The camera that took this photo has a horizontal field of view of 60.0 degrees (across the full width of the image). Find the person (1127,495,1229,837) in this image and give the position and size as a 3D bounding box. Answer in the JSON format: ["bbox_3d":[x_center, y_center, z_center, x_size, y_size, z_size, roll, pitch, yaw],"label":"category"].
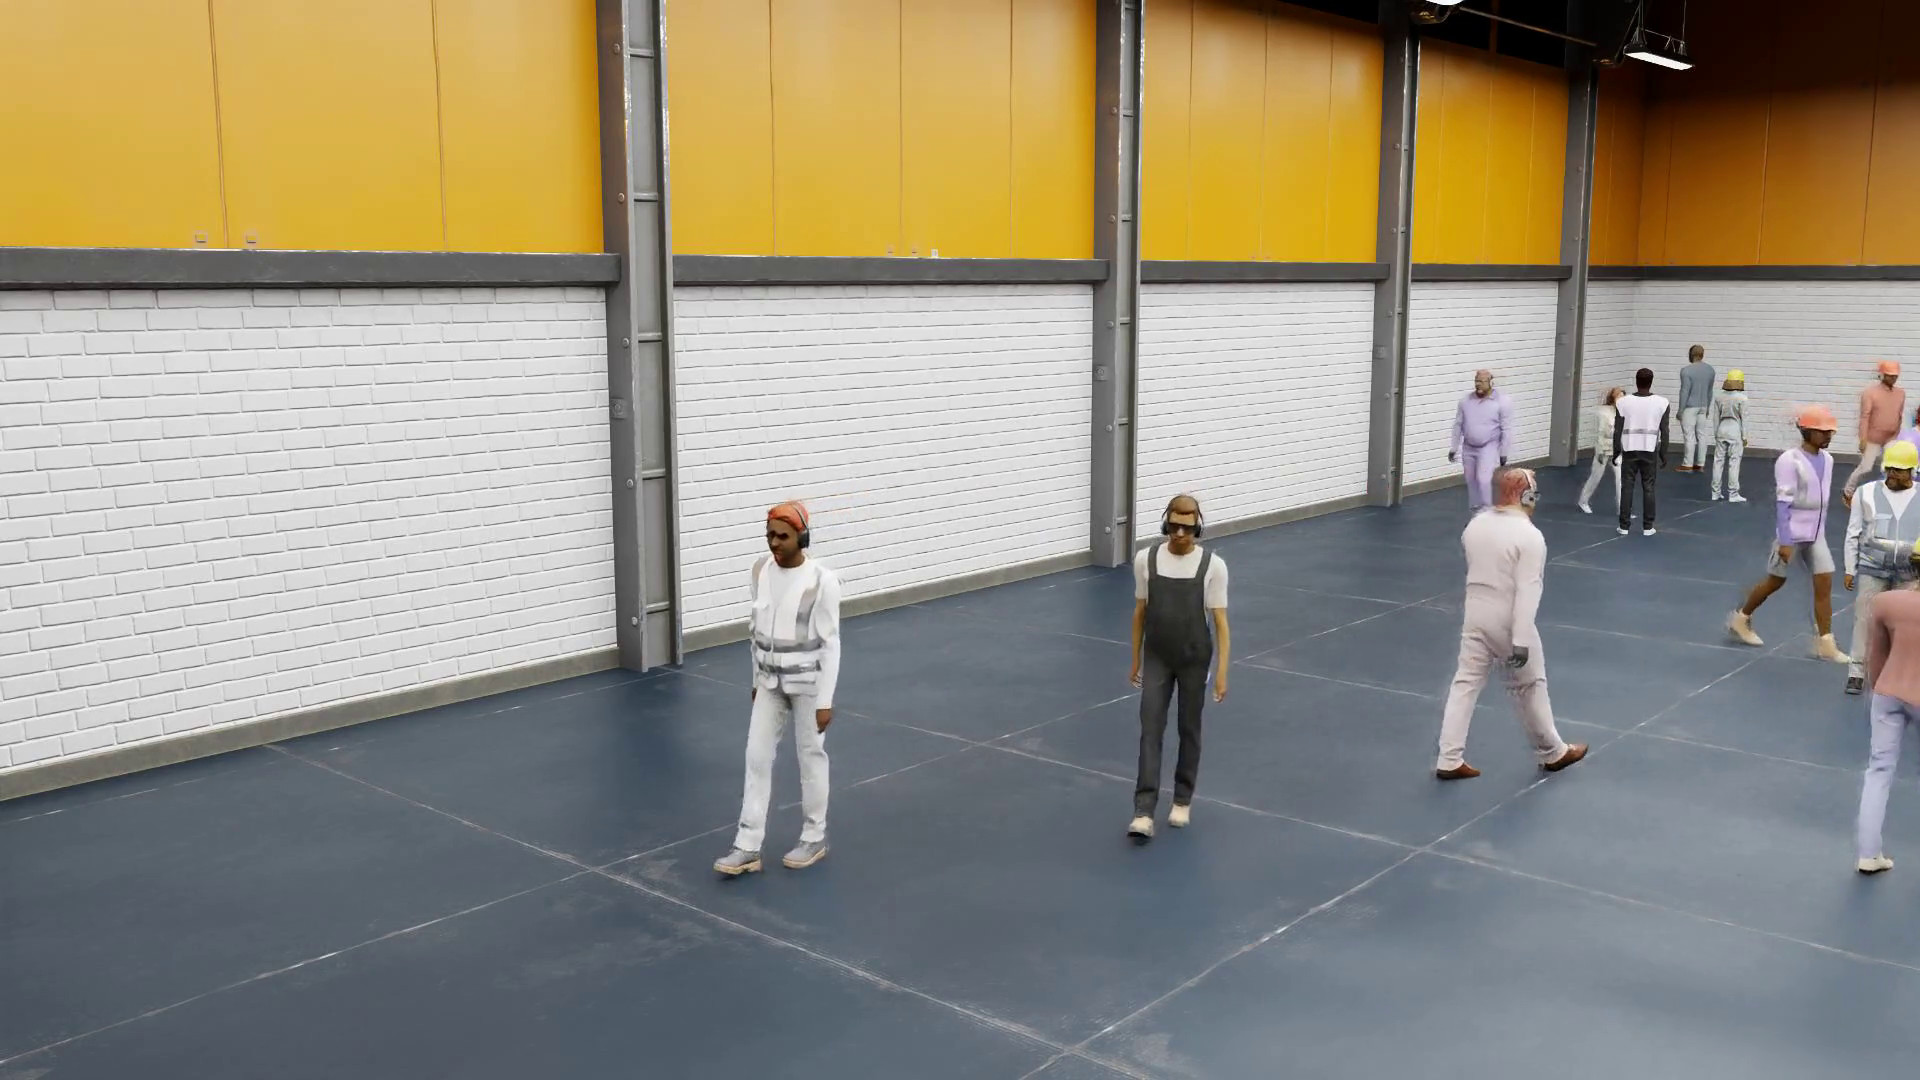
[{"bbox_3d":[1.137,0.677,8.774,0.539,1.827,0.689,3,9,16],"label":"person"}]

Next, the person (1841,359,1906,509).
[{"bbox_3d":[11.450,-1.300,20.807,0.627,1.961,0.945,-1,9,-8],"label":"person"}]

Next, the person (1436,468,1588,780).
[{"bbox_3d":[3.257,0.499,9.839,1.006,1.842,0.649,-4,10,-25],"label":"person"}]

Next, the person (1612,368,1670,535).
[{"bbox_3d":[7.799,-1.008,19.073,0.599,1.916,0.377,3,10,20],"label":"person"}]

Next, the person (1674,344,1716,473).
[{"bbox_3d":[11.094,-1.982,25.125,0.634,1.937,0.352,-4,10,-23],"label":"person"}]

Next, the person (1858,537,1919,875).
[{"bbox_3d":[4.835,0.797,8.324,0.877,1.717,0.547,-6,11,-32],"label":"person"}]

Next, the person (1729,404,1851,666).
[{"bbox_3d":[6.547,-0.073,13.027,0.619,1.993,1.057,-4,10,-24],"label":"person"}]

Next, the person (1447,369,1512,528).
[{"bbox_3d":[6.052,-1.049,19.444,0.655,1.888,0.614,9,13,43],"label":"person"}]

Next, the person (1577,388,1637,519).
[{"bbox_3d":[8.019,-1.091,20.585,0.534,1.602,0.830,-4,10,-24],"label":"person"}]

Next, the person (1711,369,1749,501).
[{"bbox_3d":[10.179,-1.379,21.953,0.298,1.744,0.486,-6,11,-32],"label":"person"}]

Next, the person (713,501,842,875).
[{"bbox_3d":[-0.896,0.750,8.171,0.611,1.866,0.730,6,11,32],"label":"person"}]

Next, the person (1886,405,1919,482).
[{"bbox_3d":[9.287,-0.463,16.112,0.596,1.770,0.983,-5,10,-30],"label":"person"}]

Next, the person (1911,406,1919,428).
[{"bbox_3d":[11.857,-1.092,20.349,0.379,1.671,0.546,-4,10,-24],"label":"person"}]

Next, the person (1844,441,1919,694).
[{"bbox_3d":[6.568,0.208,11.731,0.600,1.822,0.404,4,10,25],"label":"person"}]
